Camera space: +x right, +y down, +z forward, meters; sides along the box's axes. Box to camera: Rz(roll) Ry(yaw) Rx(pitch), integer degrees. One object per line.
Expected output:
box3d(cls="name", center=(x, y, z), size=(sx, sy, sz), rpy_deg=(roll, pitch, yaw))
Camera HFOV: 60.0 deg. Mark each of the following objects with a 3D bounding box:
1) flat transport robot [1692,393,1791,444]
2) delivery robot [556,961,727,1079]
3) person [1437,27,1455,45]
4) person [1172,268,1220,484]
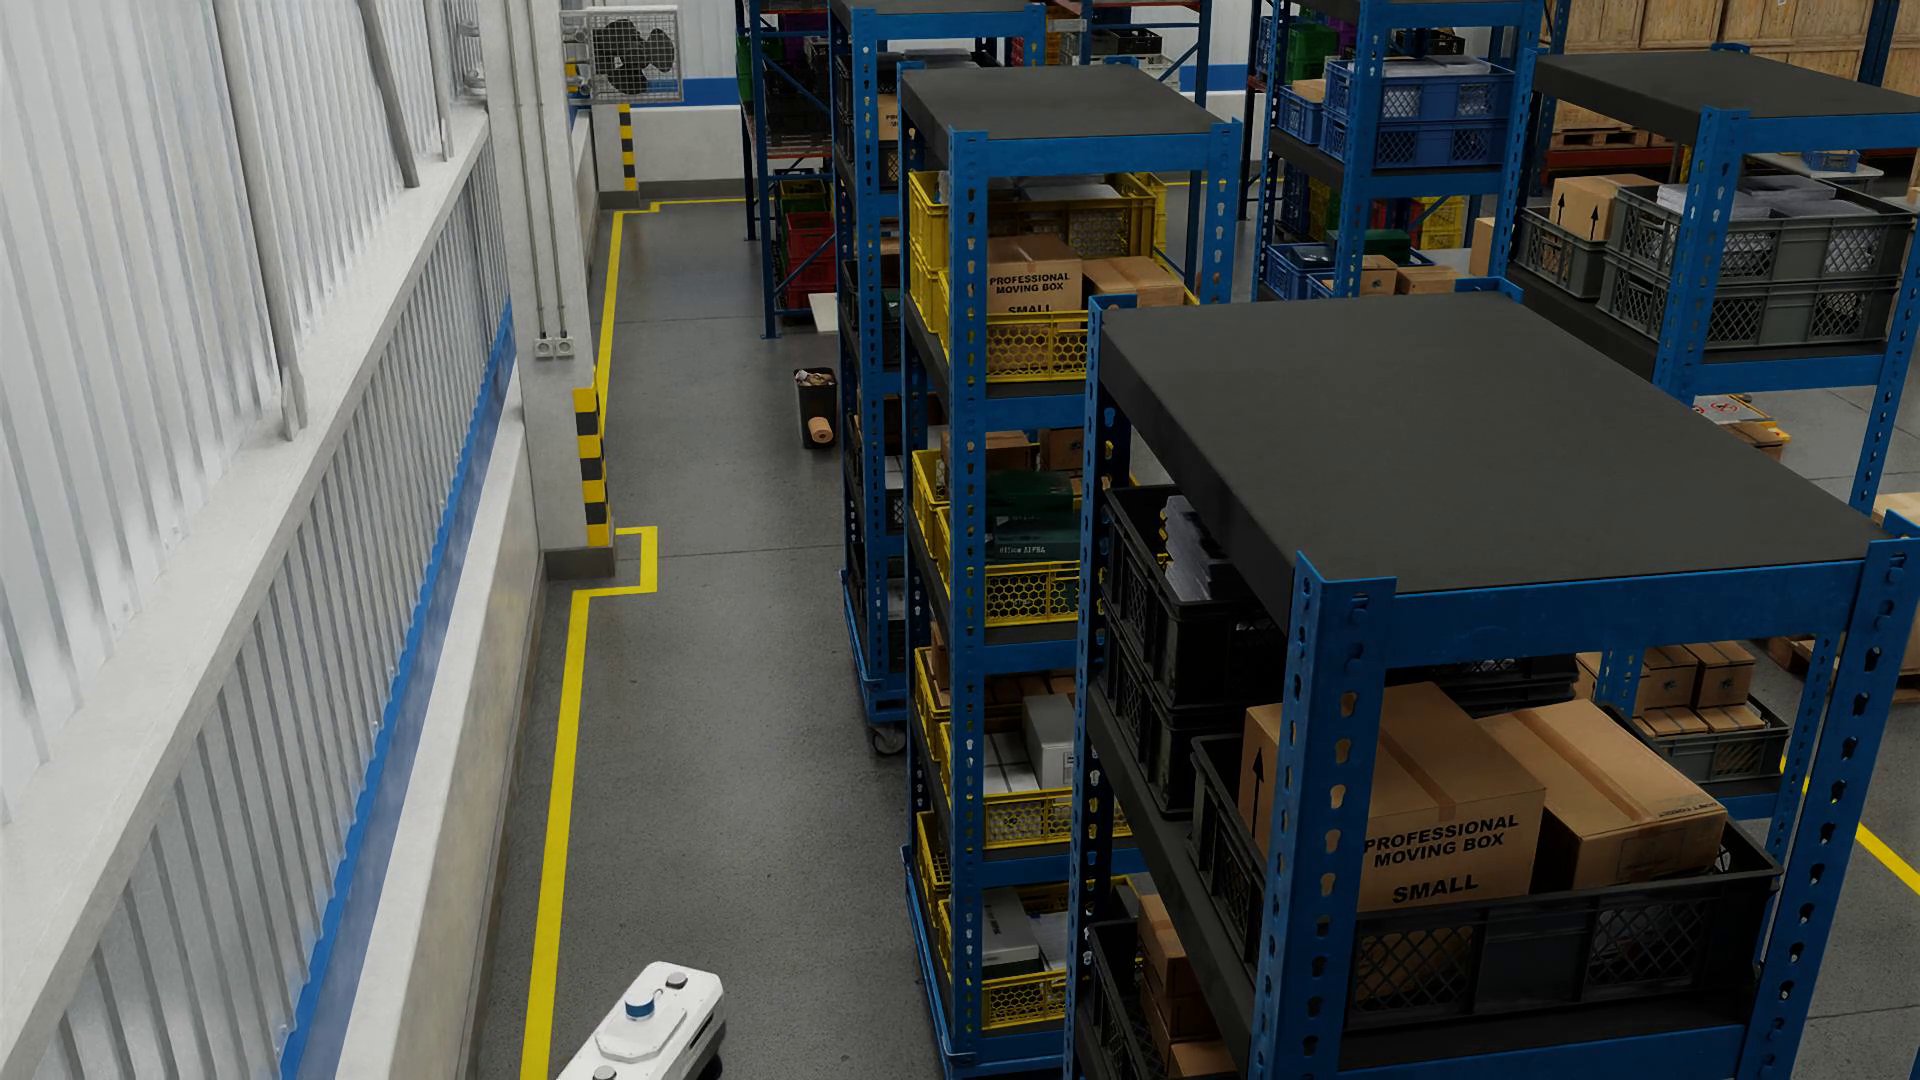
box3d(cls="flat transport robot", center=(5.224, -0.859, 12.132), size=(1.431, 0.197, 0.652), rpy_deg=(-4, 25, -8))
box3d(cls="delivery robot", center=(-1.118, 1.805, 5.896), size=(0.477, 0.478, 0.707), rpy_deg=(8, 26, 17))
box3d(cls="person", center=(5.353, -4.803, 18.727), size=(0.631, 1.940, 0.372), rpy_deg=(14, 28, 28))
box3d(cls="person", center=(1.591, -0.997, 10.806), size=(0.523, 1.638, 0.311), rpy_deg=(6, 25, 13))
